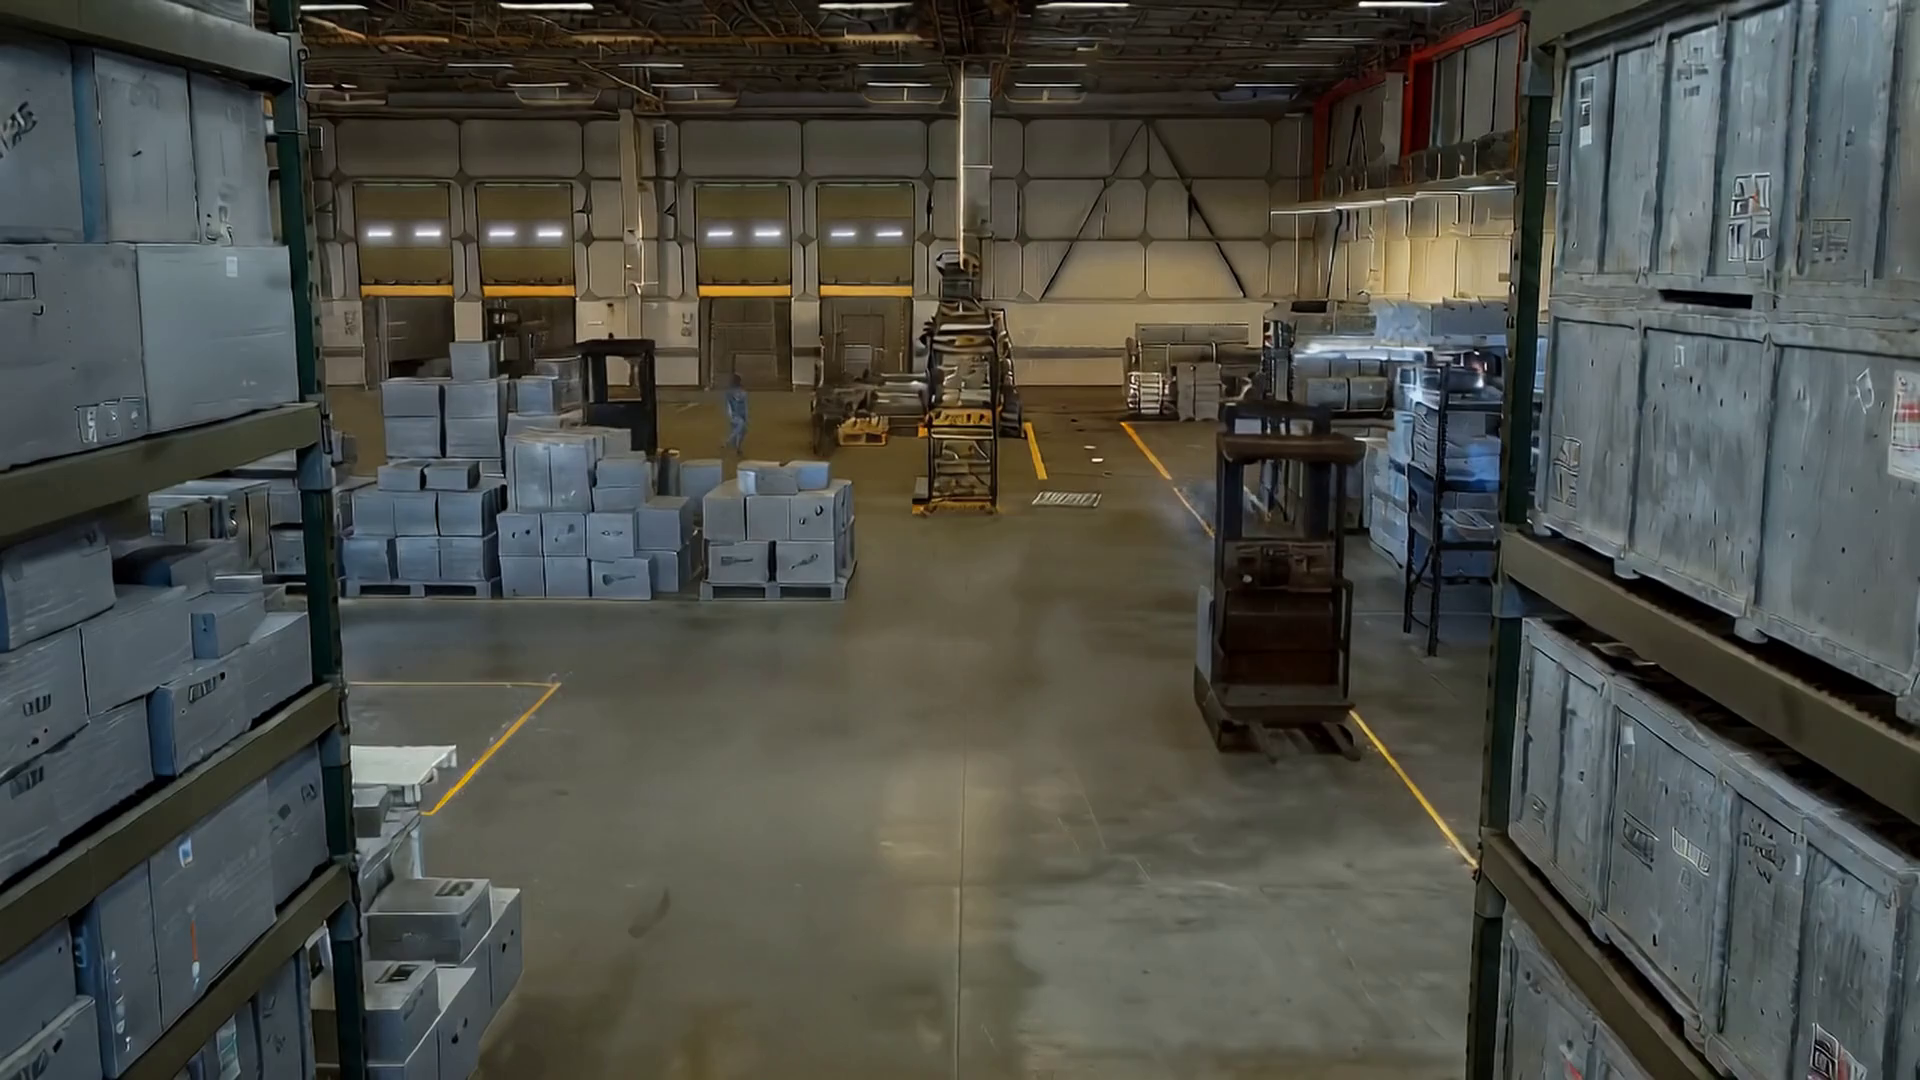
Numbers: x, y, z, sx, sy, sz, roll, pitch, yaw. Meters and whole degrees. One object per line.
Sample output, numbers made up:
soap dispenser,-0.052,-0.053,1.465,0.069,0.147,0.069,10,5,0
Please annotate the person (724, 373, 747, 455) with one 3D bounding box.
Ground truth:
person,-4.616,-2.576,34.000,0.524,1.686,0.536,5,11,25

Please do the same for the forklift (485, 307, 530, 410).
forklift,-10.754,-4.150,39.646,1.129,2.768,1.873,0,10,1

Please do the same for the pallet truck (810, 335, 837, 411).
pallet truck,-3.021,-4.312,43.126,1.885,1.965,0.823,3,10,17

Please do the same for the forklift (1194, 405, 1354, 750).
forklift,2.695,0.224,14.409,1.129,2.768,1.873,0,10,1

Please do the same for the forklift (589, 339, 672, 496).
forklift,-5.074,-1.646,25.196,1.129,2.768,1.873,0,10,1
